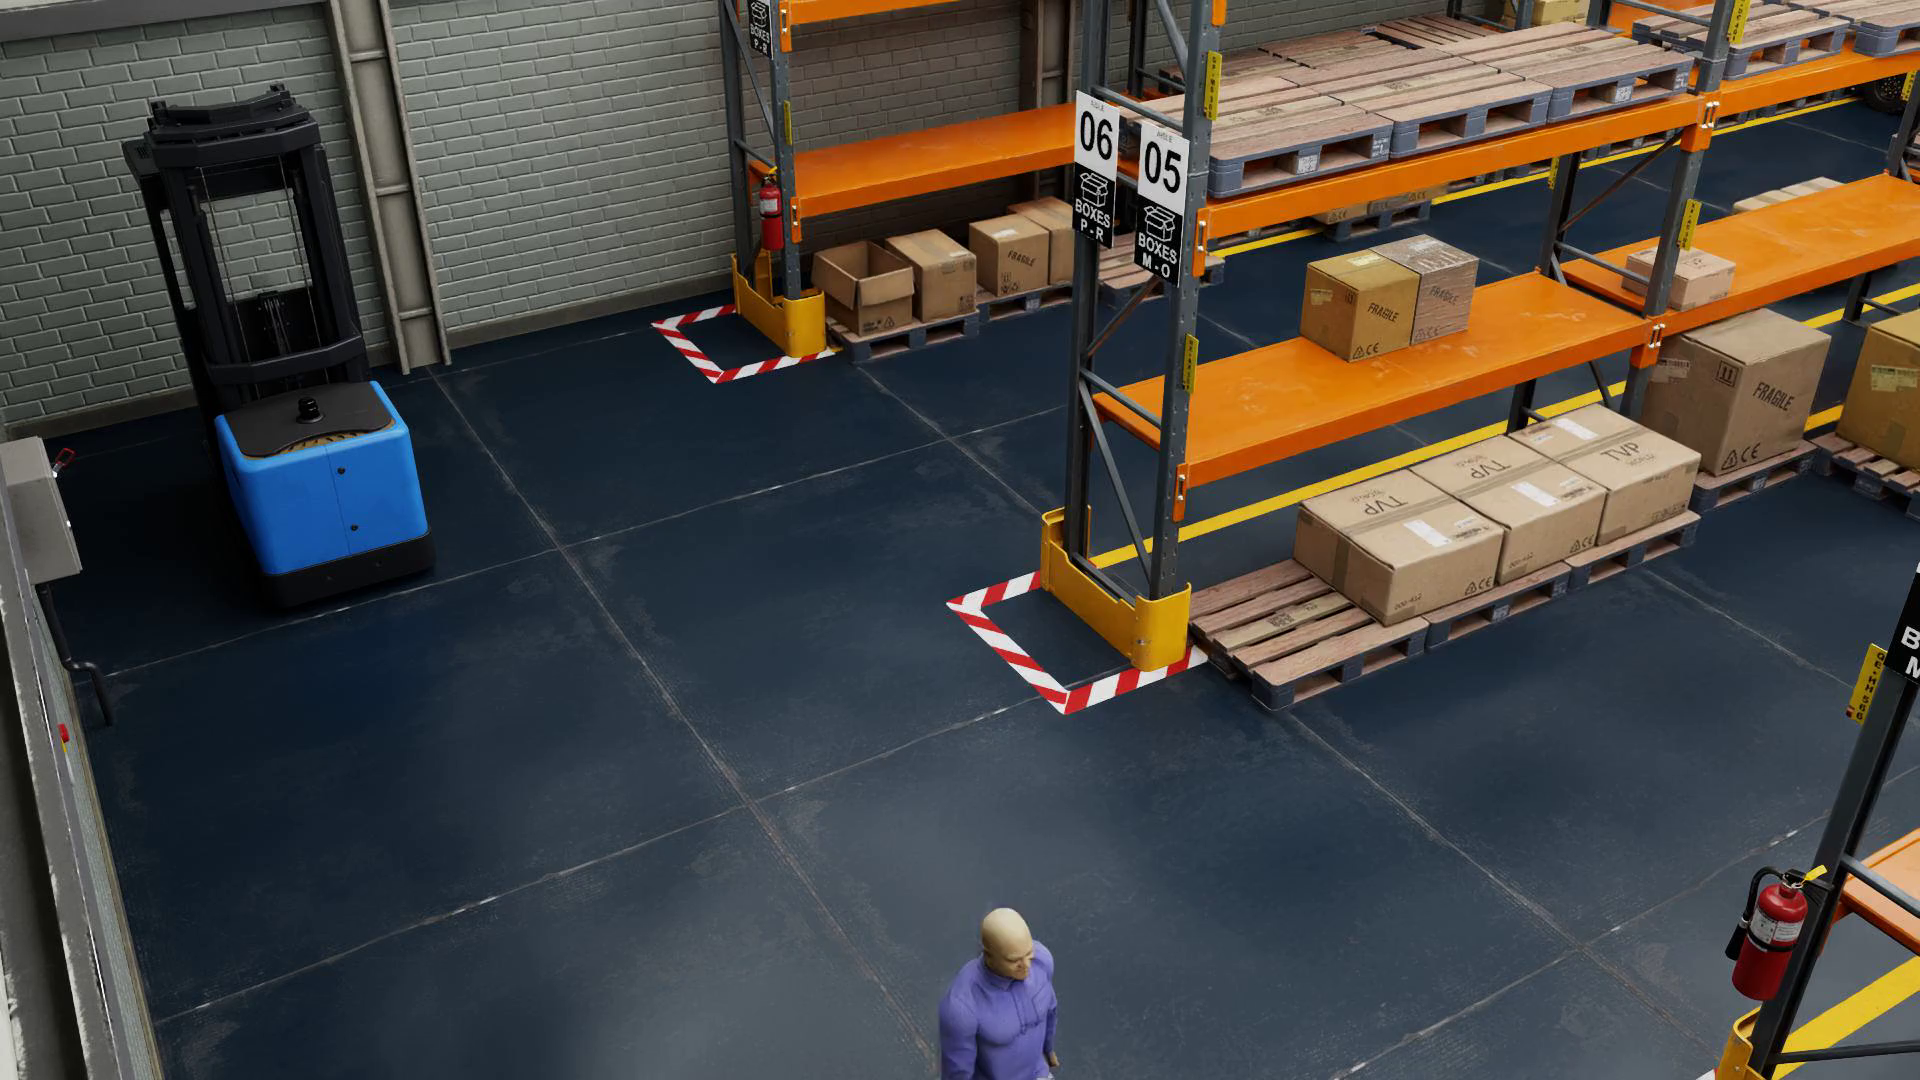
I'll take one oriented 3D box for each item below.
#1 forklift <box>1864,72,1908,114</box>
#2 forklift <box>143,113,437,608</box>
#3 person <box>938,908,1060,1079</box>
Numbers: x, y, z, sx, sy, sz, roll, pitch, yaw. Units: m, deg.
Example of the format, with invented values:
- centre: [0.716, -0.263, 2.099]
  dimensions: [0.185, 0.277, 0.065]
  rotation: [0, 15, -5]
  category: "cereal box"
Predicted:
- centre: [11.468, -5.645, 18.244]
  dimensions: [1.214, 2.155, 2.313]
  rotation: [-17, 36, -26]
  category: "forklift"
- centre: [-4.289, -1.259, 10.509]
  dimensions: [1.129, 2.768, 1.873]
  rotation: [-17, 36, -26]
  category: "forklift"
- centre: [0.171, 2.048, 6.180]
  dimensions: [0.603, 1.784, 0.474]
  rotation: [-22, 38, -31]
  category: "person"
